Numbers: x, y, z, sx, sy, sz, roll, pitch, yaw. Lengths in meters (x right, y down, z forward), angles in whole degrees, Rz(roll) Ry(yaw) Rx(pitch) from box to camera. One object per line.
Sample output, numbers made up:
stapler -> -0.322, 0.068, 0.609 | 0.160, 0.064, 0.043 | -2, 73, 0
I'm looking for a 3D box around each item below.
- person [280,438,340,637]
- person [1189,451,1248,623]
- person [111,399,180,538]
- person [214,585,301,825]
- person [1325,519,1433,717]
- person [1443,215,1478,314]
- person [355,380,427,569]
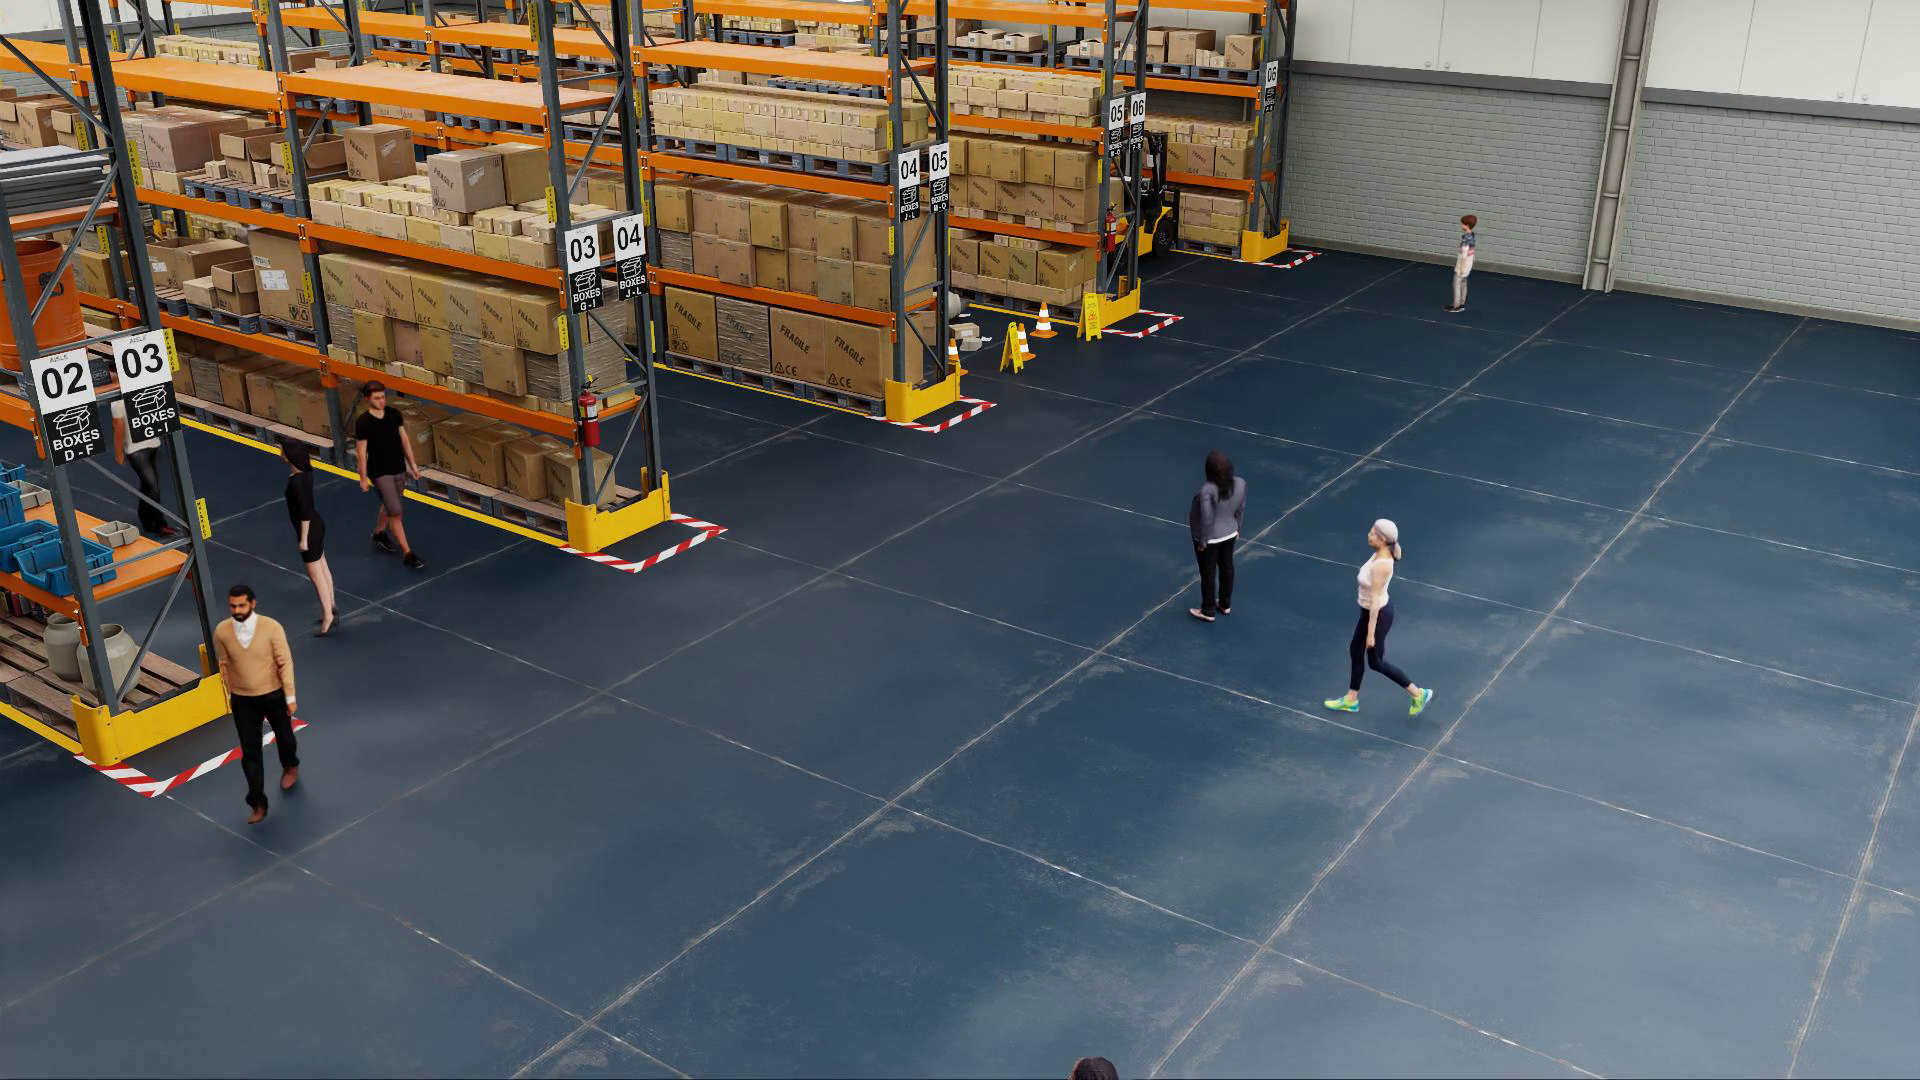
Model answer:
person -> -5.685, -0.034, 14.553 | 0.718, 1.802, 0.657 | -4, 23, -9
person -> 2.292, -0.048, 14.850 | 0.760, 1.595, 0.770 | -15, 27, -32
person -> -8.257, -0.920, 16.658 | 0.902, 1.787, 0.784 | 9, 25, 20
person -> -5.015, 1.102, 12.000 | 1.154, 1.710, 1.206 | -4, 23, -8
person -> 3.359, 0.651, 13.096 | 1.124, 1.681, 0.834 | 6, 24, 15
person -> 7.479, -4.087, 24.549 | 0.500, 1.439, 0.523 | 15, 27, 32
person -> -5.569, -0.672, 16.021 | 1.160, 1.828, 0.677 | 14, 27, 30
